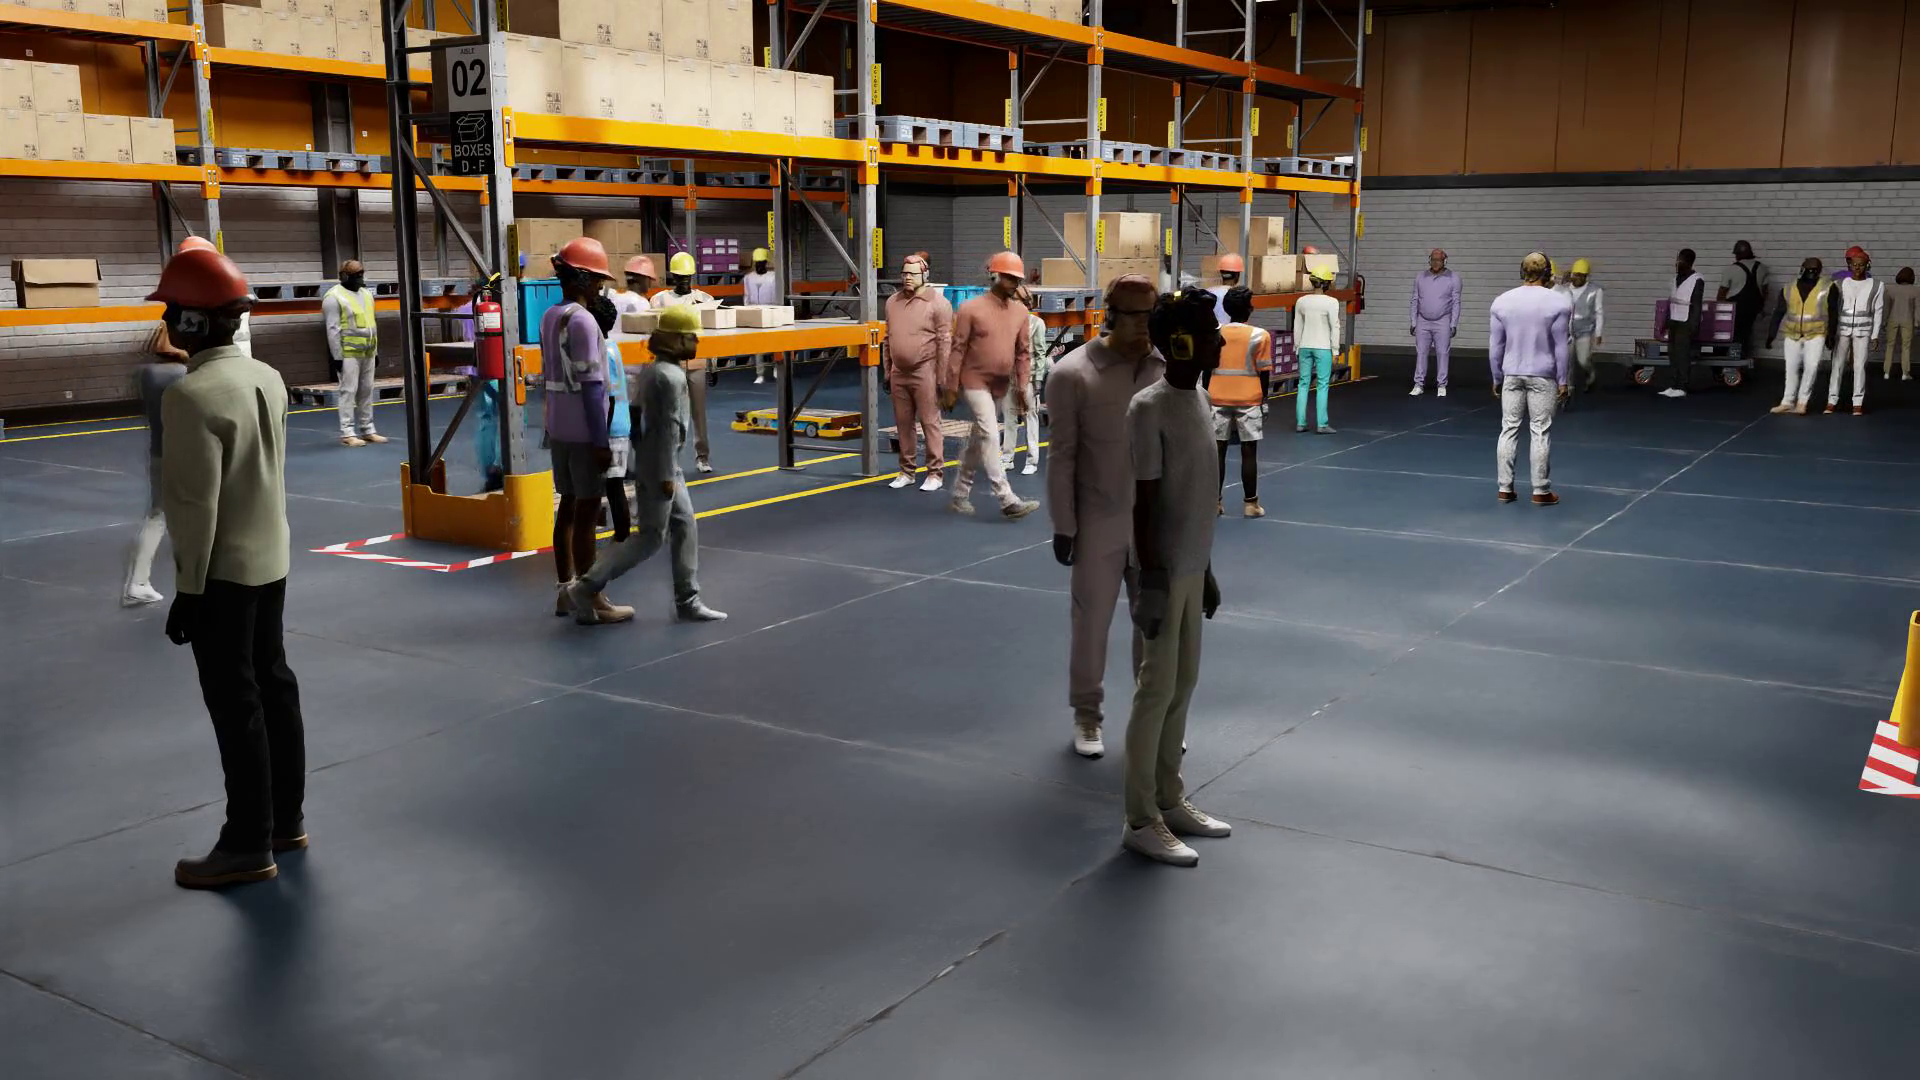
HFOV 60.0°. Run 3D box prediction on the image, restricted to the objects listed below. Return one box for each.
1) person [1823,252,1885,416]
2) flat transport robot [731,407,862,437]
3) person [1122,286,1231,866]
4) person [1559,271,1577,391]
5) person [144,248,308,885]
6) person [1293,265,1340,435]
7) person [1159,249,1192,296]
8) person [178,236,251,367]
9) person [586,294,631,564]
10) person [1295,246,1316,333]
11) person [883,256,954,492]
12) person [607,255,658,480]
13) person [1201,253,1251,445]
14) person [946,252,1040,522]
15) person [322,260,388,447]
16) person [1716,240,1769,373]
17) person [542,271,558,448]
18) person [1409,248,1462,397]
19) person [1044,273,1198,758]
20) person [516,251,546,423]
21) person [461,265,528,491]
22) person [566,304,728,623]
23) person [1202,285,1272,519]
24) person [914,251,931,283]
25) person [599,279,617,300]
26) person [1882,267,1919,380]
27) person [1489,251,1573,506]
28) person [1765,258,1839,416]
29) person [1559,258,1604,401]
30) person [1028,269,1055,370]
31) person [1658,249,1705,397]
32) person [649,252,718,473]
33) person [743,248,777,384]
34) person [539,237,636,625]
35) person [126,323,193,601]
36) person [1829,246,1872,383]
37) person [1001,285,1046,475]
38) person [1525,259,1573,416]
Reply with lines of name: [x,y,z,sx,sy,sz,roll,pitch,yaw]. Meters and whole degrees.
person: [10.343,-2.382,19.268,0.574,1.883,0.355,6,12,31]
flat transport robot: [-1.635,-1.245,17.433,1.431,0.197,0.652,6,12,30]
person: [0.725,0.110,5.477,0.317,1.876,0.531,6,12,30]
person: [8.099,-2.772,22.189,0.515,1.606,0.747,4,11,23]
person: [-2.320,0.086,5.274,0.375,1.997,0.611,0,10,2]
person: [3.746,-1.990,17.418,0.532,1.767,0.328,10,14,43]
person: [2.897,-3.126,23.288,0.628,1.913,1.008,6,12,31]
person: [-5.172,-1.054,11.466,0.609,2.043,0.376,3,11,17]
person: [-2.185,-0.660,10.241,0.317,1.695,0.540,-2,10,-11]
person: [5.509,-3.622,25.990,0.675,1.946,0.890,-4,11,-20]
person: [-0.367,-1.338,13.457,0.643,1.902,0.402,7,12,35]
person: [-2.795,-1.476,14.219,0.559,1.929,0.582,-9,13,-40]
person: [2.556,-1.839,16.218,0.545,1.907,0.891,6,12,30]
person: [0.219,-1.111,12.071,0.633,1.933,0.966,-9,13,-40]
person: [-5.964,-1.837,16.400,0.429,1.833,0.631,4,11,20]
person: [11.889,-3.586,25.498,0.707,2.000,0.736,-1,10,-5]
person: [-3.804,-1.851,16.359,0.587,1.873,0.957,9,14,41]
person: [6.146,-2.812,21.573,0.643,1.913,0.410,6,12,28]
person: [0.651,-0.087,6.526,0.647,1.897,0.399,-3,11,-16]
person: [-4.659,-2.137,17.798,0.608,1.928,0.696,3,11,19]
person: [-3.766,-1.304,13.451,0.588,1.818,0.465,4,11,22]
person: [-1.646,-0.375,8.648,0.771,1.703,0.490,-3,11,-14]
person: [2.004,-1.000,12.115,0.535,1.699,0.321,5,11,25]
person: [-0.494,-2.602,20.478,0.337,1.883,0.583,4,11,23]
person: [-3.811,-2.017,17.456,0.566,1.822,0.390,1,10,3]
person: [13.669,-3.141,24.161,0.502,1.632,0.294,9,13,40]
person: [4.351,-1.226,12.708,0.627,1.940,0.370,8,13,39]
person: [9.704,-2.343,19.240,0.716,1.813,0.620,10,14,43]
person: [7.837,-2.666,21.067,0.625,1.804,0.659,7,12,33]
person: [1.141,-3.241,24.834,0.882,1.588,0.549,1,10,4]
person: [9.363,-2.800,21.580,0.412,1.911,0.656,-2,10,-11]
person: [-2.387,-1.527,14.438,0.588,1.918,0.396,-4,11,-19]
person: [-2.768,-3.171,23.545,0.586,1.917,0.535,3,11,16]
person: [-1.989,-0.573,8.820,0.389,2.036,0.605,-7,12,-33]
person: [-4.408,-0.461,9.419,0.508,1.594,0.817,3,11,17]
person: [12.648,-3.202,23.660,0.544,1.938,0.355,9,13,40]
person: [0.510,-1.383,14.400,0.513,1.642,0.311,7,13,35]
person: [6.807,-2.334,19.206,0.723,1.815,0.595,-8,13,-38]
